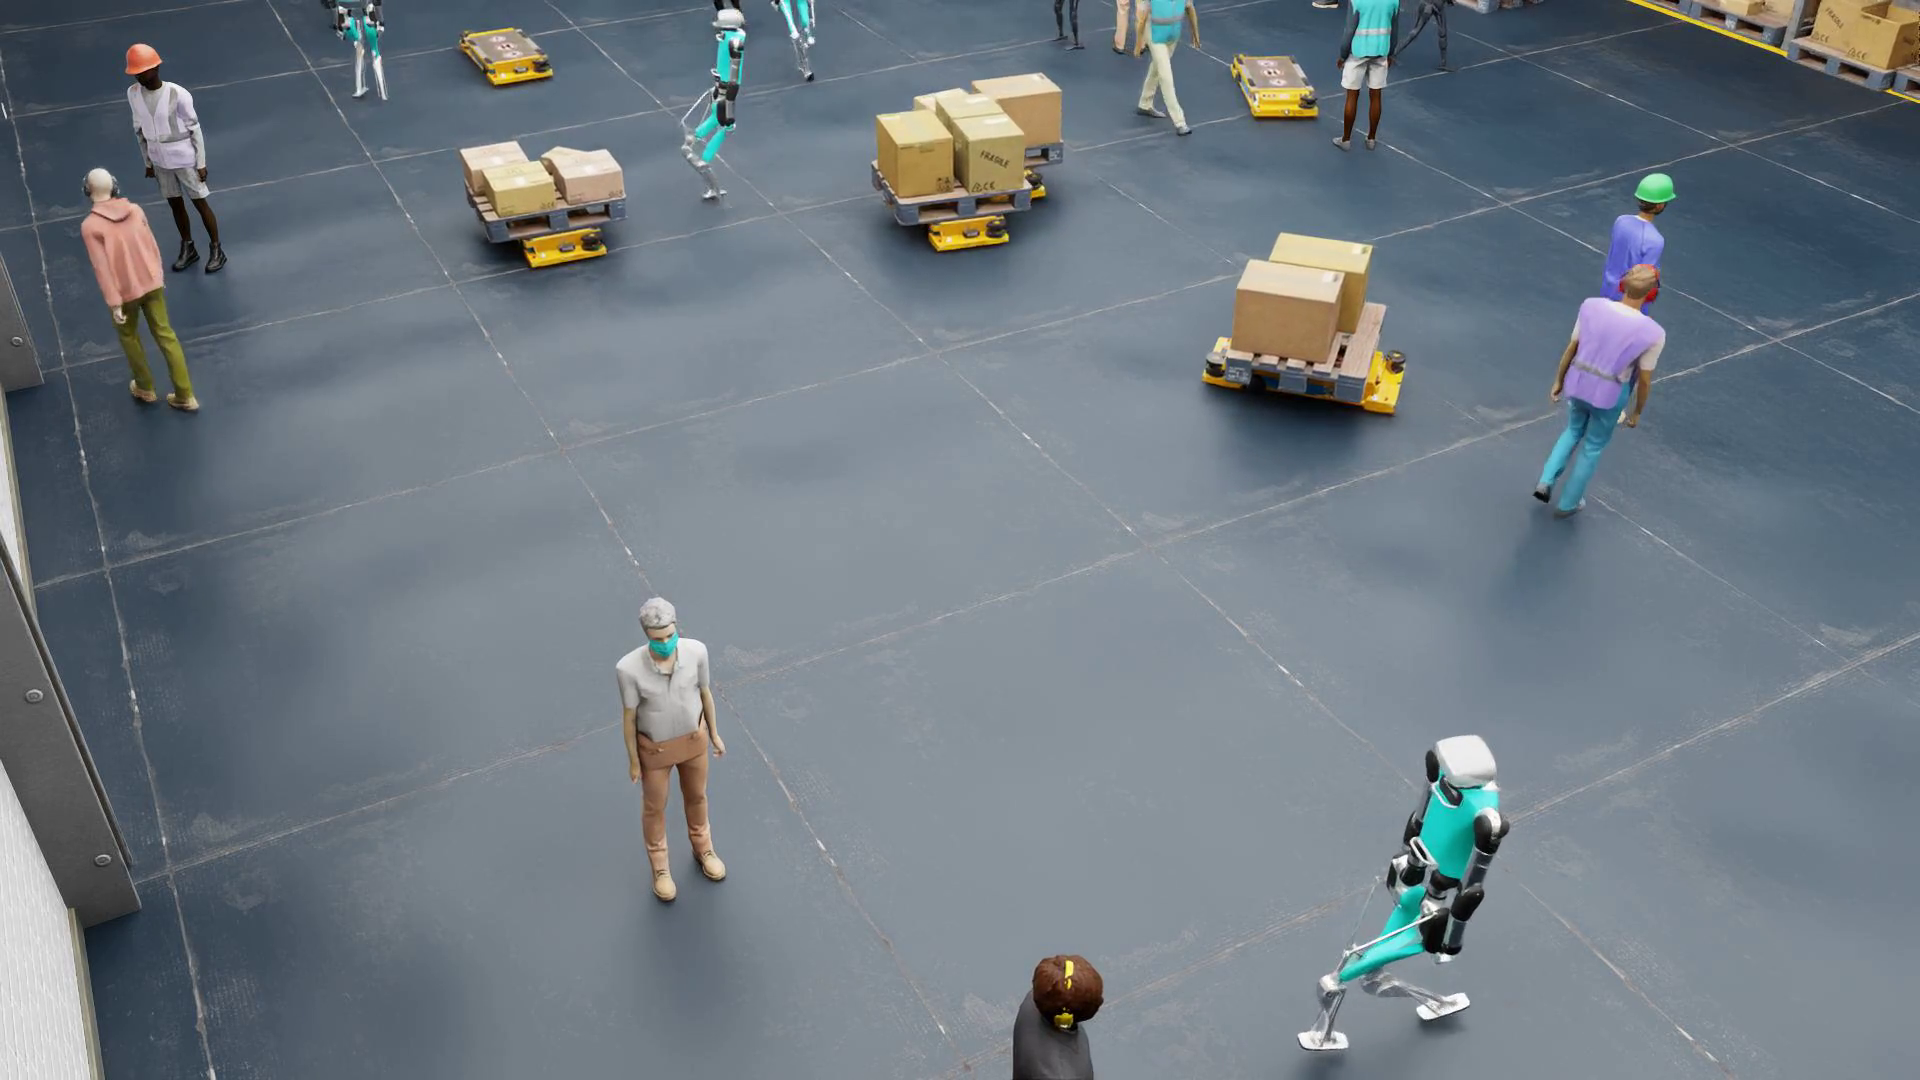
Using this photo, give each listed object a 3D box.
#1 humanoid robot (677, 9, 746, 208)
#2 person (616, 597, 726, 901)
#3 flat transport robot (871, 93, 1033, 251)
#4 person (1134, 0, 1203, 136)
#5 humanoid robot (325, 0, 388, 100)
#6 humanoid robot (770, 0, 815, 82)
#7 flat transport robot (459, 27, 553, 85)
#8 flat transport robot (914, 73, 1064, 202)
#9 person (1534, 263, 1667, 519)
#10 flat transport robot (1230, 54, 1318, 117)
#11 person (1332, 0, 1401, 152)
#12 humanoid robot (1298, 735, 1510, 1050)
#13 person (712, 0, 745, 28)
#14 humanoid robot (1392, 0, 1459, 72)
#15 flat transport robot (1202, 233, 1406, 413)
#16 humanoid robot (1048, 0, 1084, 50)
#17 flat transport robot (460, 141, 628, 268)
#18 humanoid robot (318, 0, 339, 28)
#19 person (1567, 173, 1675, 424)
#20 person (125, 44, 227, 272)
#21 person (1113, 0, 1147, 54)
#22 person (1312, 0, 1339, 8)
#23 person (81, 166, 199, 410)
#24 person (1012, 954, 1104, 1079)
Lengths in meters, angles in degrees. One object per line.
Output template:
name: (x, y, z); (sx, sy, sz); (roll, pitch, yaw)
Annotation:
humanoid robot: (-2.257, -3.804, 14.941); (0.772, 1.853, 0.550); (-10, 36, -14)
person: (-1.377, 0.985, 8.020); (0.482, 1.748, 0.327); (-16, 38, -22)
flat transport robot: (-0.090, -3.001, 15.000); (0.659, 0.231, 1.431); (-10, 36, -14)
person: (2.095, -4.918, 16.421); (0.703, 1.767, 0.968); (-23, 41, -29)
humanoid robot: (-6.179, -5.341, 17.129); (0.530, 1.851, 0.808); (-8, 36, -11)
humanoid robot: (-1.760, -5.745, 17.673); (0.558, 1.780, 0.861); (-9, 36, -13)
flat transport robot: (-5.030, -5.364, 18.374); (0.659, 0.231, 1.431); (-17, 39, -23)
flat transport robot: (0.241, -3.570, 15.813); (0.659, 0.231, 1.431); (-12, 37, -16)
person: (4.110, -0.919, 10.676); (0.467, 1.815, 0.607); (-28, 44, -34)
flat transport robot: (3.312, -4.812, 17.586); (0.659, 0.231, 1.431); (-1, 35, -2)
person: (3.912, -4.672, 15.938); (0.552, 1.933, 0.430); (-2, 35, -3)
humanoid robot: (1.847, 1.604, 7.187); (1.067, 1.751, 0.545); (-8, 36, -11)
person: (-2.832, -6.712, 19.073); (0.550, 1.666, 0.417); (-20, 40, -26)
humanoid robot: (5.110, -5.894, 17.949); (0.808, 1.628, 0.601); (22, 41, 28)
flat transport robot: (2.603, -1.298, 12.569); (1.431, 0.231, 0.659); (11, 37, 15)
humanoid robot: (1.233, -6.259, 18.429); (0.378, 1.652, 0.599); (-7, 36, -10)
flat transport robot: (-3.641, -2.817, 14.738); (0.659, 0.231, 1.431); (-15, 38, -20)
humanoid robot: (-7.316, -6.738, 19.107); (0.371, 1.644, 0.583); (-4, 35, -6)
person: (4.705, -1.701, 11.761); (0.370, 1.866, 0.460); (-12, 37, -16)
person: (-6.509, -3.141, 13.747); (0.551, 1.935, 0.357); (5, 35, 6)
person: (1.908, -6.221, 18.371); (0.478, 1.674, 0.377); (-2, 35, -3)
person: (4.475, -7.329, 19.709); (0.375, 1.958, 0.603); (10, 36, 14)
person: (-5.926, -1.790, 11.940); (0.755, 1.793, 0.549); (24, 42, 30)
person: (0.345, 2.206, 6.167); (0.340, 1.873, 0.503); (-3, 35, -5)
